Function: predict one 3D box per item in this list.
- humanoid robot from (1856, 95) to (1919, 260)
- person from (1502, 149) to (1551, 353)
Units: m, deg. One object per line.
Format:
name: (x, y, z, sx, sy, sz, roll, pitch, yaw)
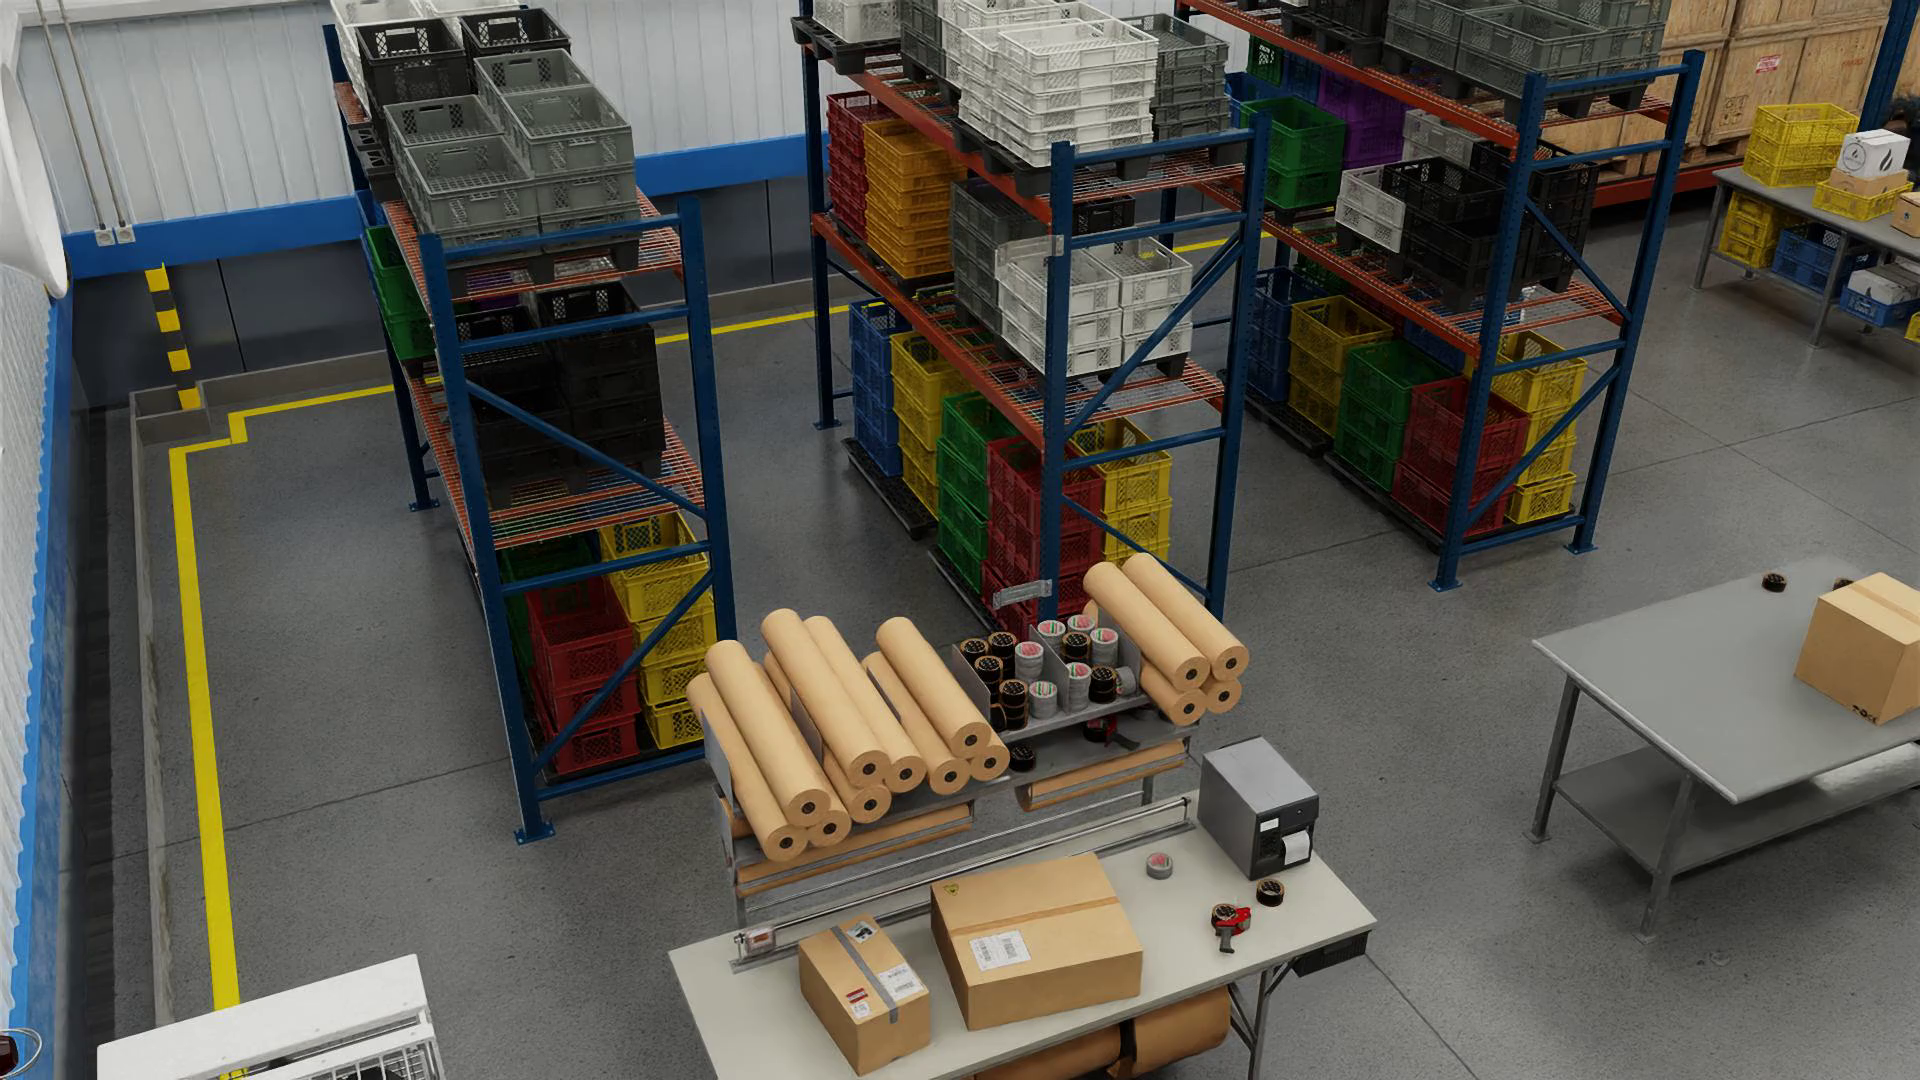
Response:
humanoid robot: (7.682, -3.074, 13.625, 0.720, 1.628, 0.489, 13, 34, 19)
person: (3.711, -1.723, 11.231, 0.356, 1.882, 0.574, 21, 37, 30)
